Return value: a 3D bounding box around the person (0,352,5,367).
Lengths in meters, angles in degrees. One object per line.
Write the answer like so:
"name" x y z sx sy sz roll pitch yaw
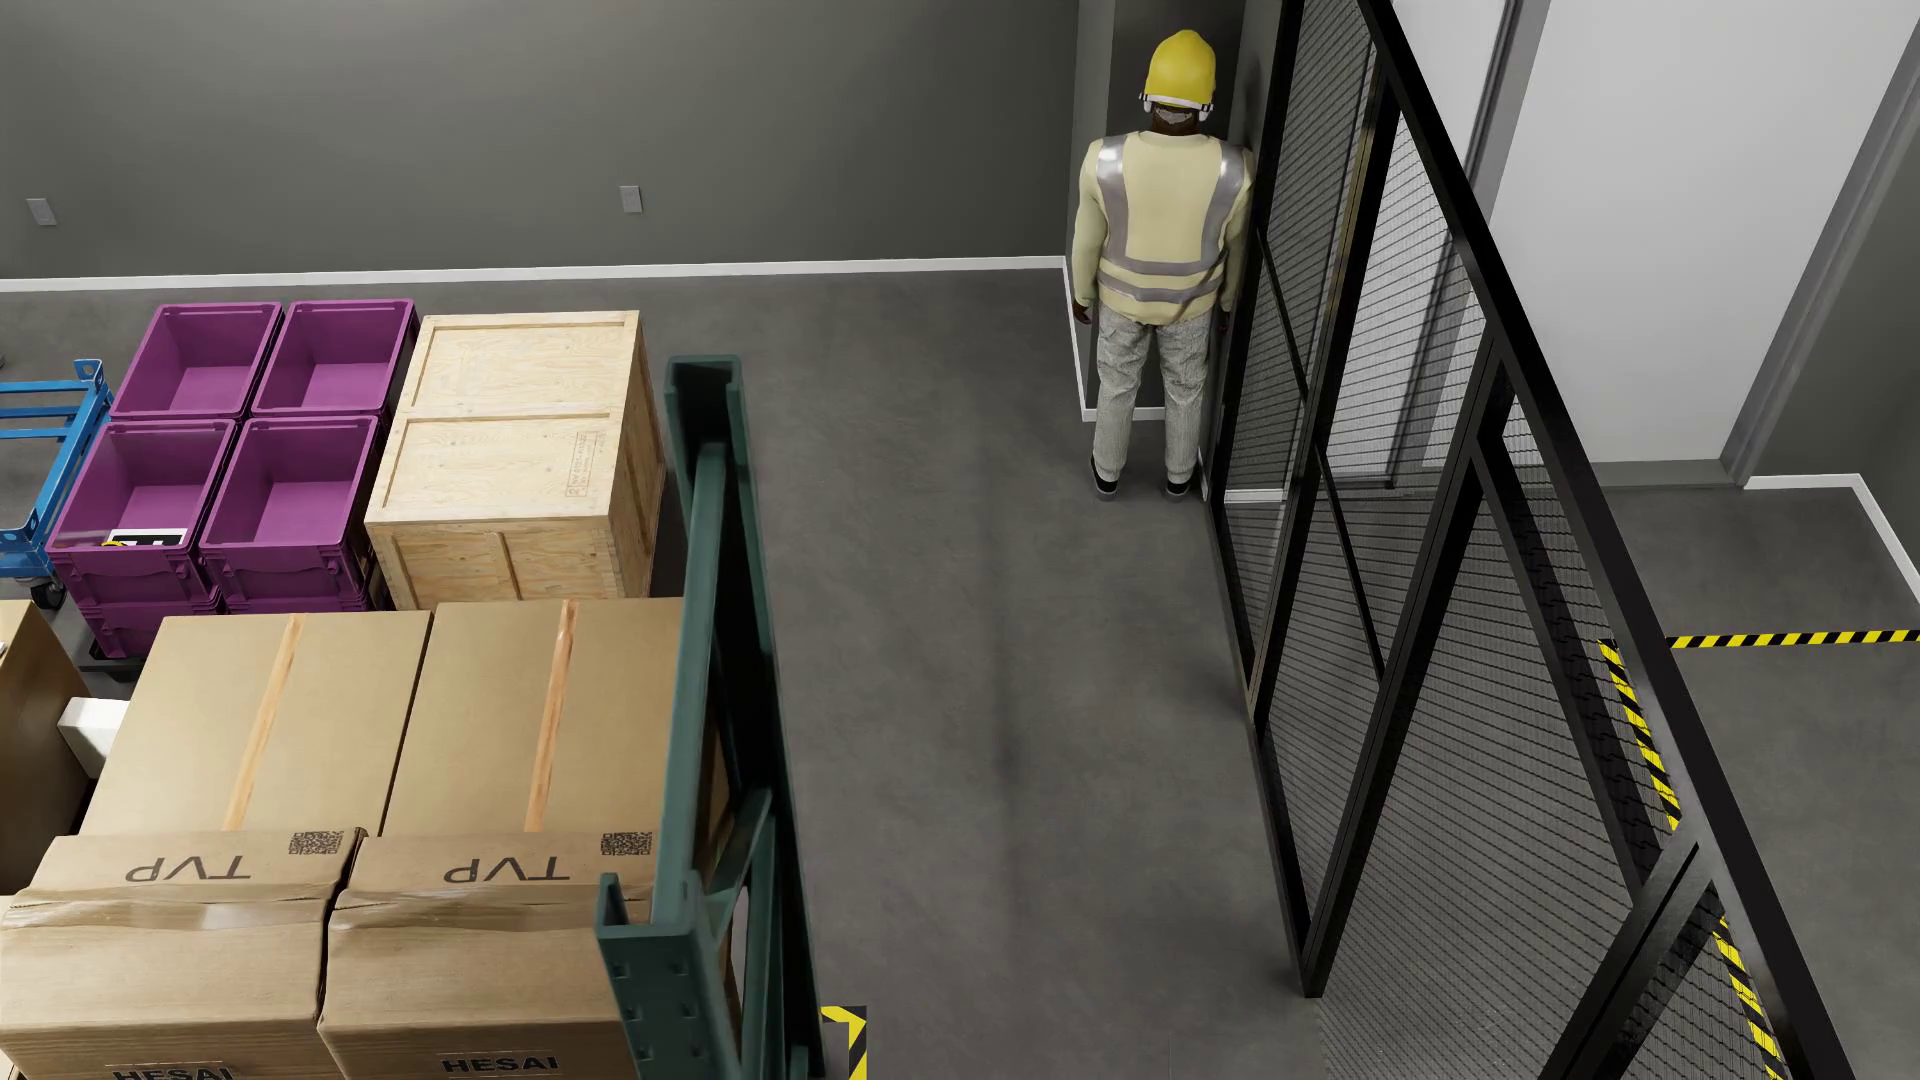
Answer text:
"person" -4.027 -1.274 5.973 0.362 1.938 0.631 -2 46 -2

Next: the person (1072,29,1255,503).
"person" 0.676 -0.869 5.659 0.601 1.830 0.404 4 46 4
